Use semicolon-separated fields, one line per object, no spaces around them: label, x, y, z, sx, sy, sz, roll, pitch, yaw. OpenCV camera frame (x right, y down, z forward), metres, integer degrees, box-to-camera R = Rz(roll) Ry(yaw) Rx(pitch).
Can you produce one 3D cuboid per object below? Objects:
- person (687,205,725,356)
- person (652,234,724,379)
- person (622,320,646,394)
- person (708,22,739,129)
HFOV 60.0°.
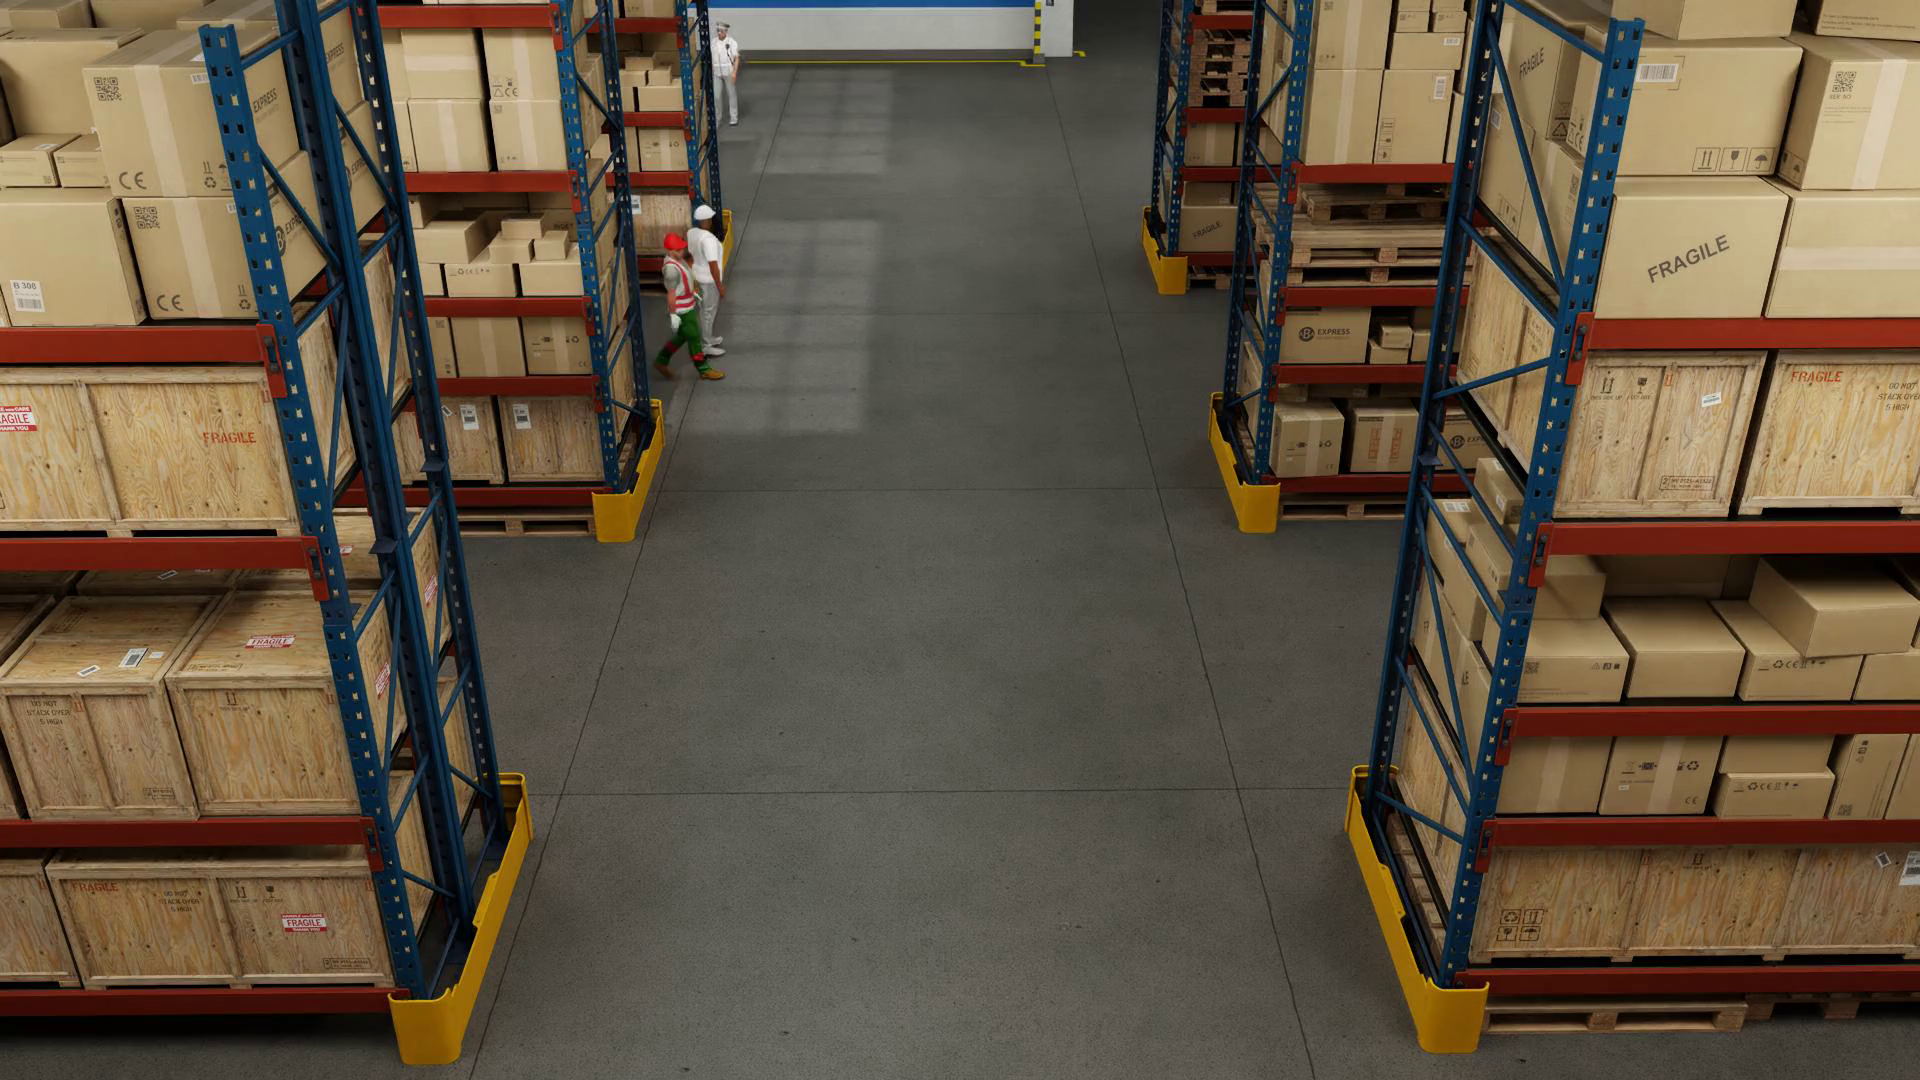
person;-2.975;-3.063;19.578;0.437;1.772;0.582;-16;32;-27
person;-3.136;-2.651;18.824;0.825;1.767;0.674;-2;28;-4
person;-3.777;-2.422;18.443;0.484;1.736;0.547;-16;32;-27
person;-4.112;-8.088;28.907;0.552;1.756;0.721;4;28;7
